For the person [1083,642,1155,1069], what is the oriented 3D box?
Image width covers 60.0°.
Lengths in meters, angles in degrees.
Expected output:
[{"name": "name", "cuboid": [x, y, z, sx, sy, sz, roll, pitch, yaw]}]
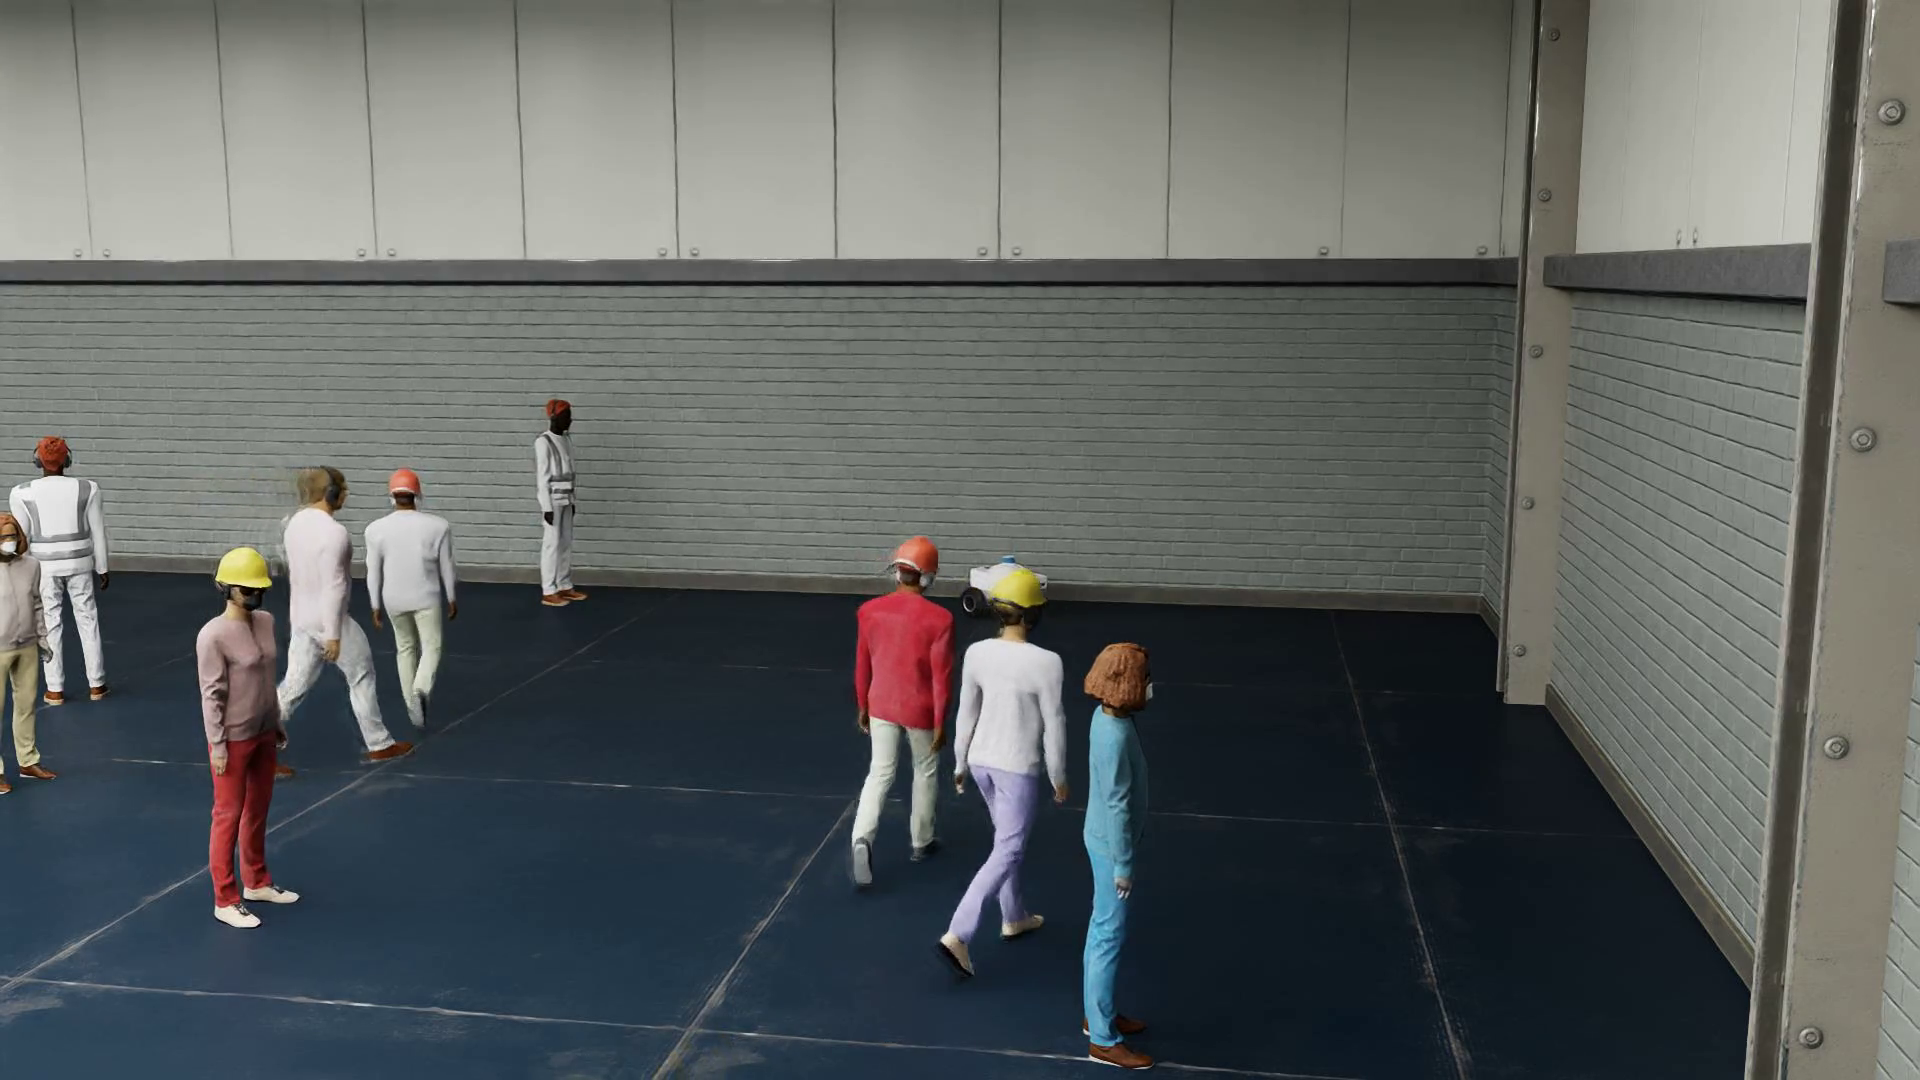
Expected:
[{"name": "person", "cuboid": [0.609, 1.192, 6.398, 0.278, 1.633, 0.507, 0, 9, 2]}]

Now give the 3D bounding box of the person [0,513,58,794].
[{"name": "person", "cuboid": [-5.568, 0.649, 9.749, 0.273, 1.631, 0.507, 4, 10, 23]}]

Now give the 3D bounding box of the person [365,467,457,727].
[{"name": "person", "cuboid": [-3.662, 0.379, 11.103, 0.570, 1.733, 0.711, -1, 9, -6]}]

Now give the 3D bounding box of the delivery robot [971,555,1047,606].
[{"name": "delivery robot", "cuboid": [0.423, 0.377, 14.450, 0.477, 0.478, 0.707, -9, 13, -42]}]

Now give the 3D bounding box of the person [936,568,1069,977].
[{"name": "person", "cuboid": [0.145, 0.999, 7.268, 0.534, 1.738, 0.800, 9, 13, 42]}]

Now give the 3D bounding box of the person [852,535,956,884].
[{"name": "person", "cuboid": [-0.303, 0.839, 8.330, 0.563, 1.721, 0.800, 4, 10, 22]}]

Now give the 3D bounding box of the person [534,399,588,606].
[{"name": "person", "cuboid": [-3.653, -0.342, 15.127, 0.359, 1.878, 0.585, 2, 9, 13]}]

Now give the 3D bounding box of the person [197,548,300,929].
[{"name": "person", "cuboid": [-3.314, 0.906, 7.762, 0.328, 1.765, 0.532, 2, 9, 10]}]

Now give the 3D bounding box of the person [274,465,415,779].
[{"name": "person", "cuboid": [-3.864, 0.491, 9.979, 0.634, 1.889, 1.023, 8, 12, 40]}]

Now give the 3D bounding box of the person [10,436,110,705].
[{"name": "person", "cuboid": [-6.290, 0.214, 11.658, 0.582, 1.882, 0.338, -6, 11, -31]}]
